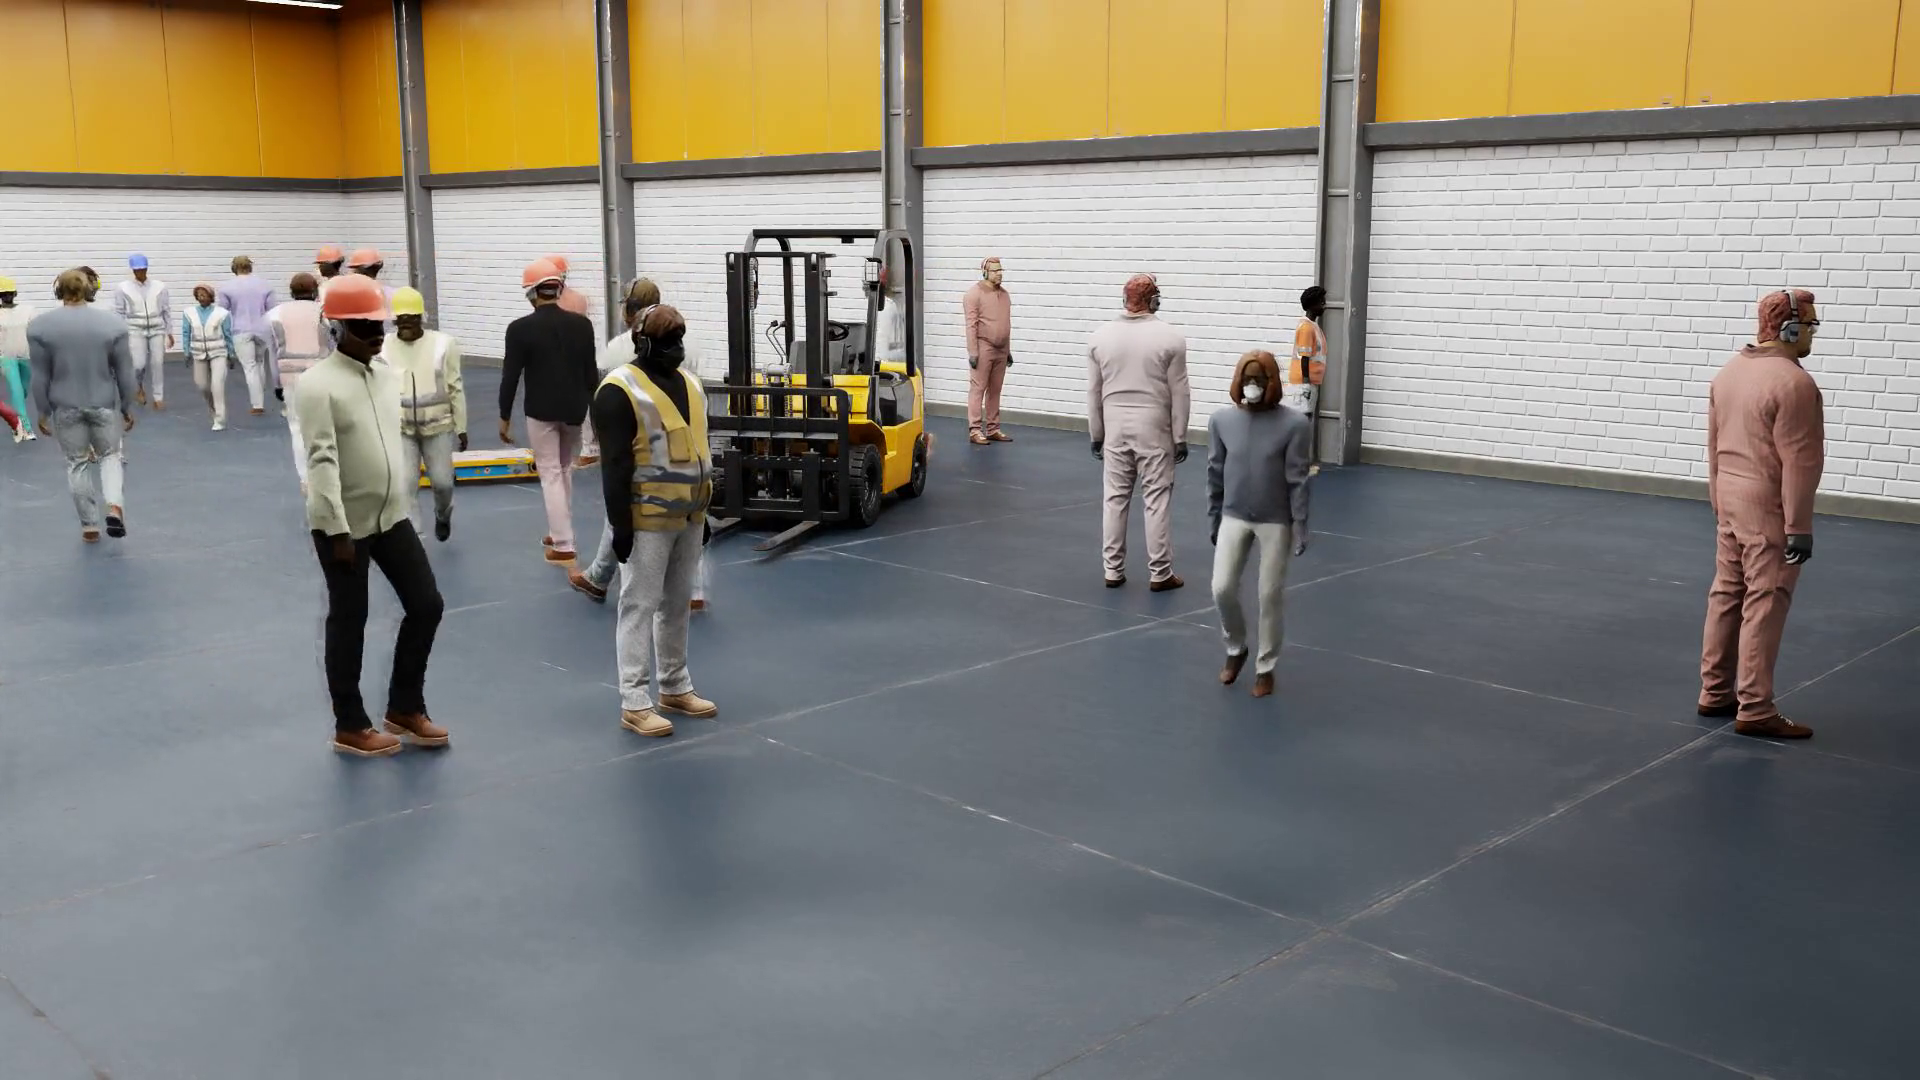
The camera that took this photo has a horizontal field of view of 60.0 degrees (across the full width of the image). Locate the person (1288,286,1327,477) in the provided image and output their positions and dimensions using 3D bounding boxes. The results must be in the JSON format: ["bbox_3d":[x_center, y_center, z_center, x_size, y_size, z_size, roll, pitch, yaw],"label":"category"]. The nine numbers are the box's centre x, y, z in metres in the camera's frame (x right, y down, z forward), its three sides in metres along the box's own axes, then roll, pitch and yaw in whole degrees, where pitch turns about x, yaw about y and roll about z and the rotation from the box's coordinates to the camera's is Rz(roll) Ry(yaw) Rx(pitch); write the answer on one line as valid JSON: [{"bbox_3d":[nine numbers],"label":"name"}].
[{"bbox_3d":[3.092,-1.407,14.781,0.321,1.689,0.530,4,11,22],"label":"person"}]

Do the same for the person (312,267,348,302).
[{"bbox_3d":[-10.837,-4.079,28.687,0.588,1.930,0.364,-5,12,-26],"label":"person"}]

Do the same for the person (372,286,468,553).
[{"bbox_3d":[-3.544,-0.756,10.907,0.613,1.808,0.630,-2,11,-13],"label":"person"}]

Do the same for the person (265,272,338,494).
[{"bbox_3d":[-5.396,-1.298,13.803,0.626,1.825,0.488,-2,11,-9],"label":"person"}]

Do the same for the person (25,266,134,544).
[{"bbox_3d":[-6.012,-0.907,11.424,0.629,1.925,0.479,-6,12,-31],"label":"person"}]

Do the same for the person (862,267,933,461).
[{"bbox_3d":[-0.621,-1.515,14.881,0.686,1.867,0.601,-2,11,-12],"label":"person"}]

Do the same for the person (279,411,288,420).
[{"bbox_3d":[-7.302,-2.085,18.542,0.855,1.645,0.547,2,11,11],"label":"person"}]

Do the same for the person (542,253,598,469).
[{"bbox_3d":[-3.648,-1.586,14.994,0.627,1.957,0.890,6,12,29],"label":"person"}]

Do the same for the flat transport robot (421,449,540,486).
[{"bbox_3d":[-4.184,-0.645,14.489,1.431,0.197,0.652,-4,11,-22],"label":"flat transport robot"}]

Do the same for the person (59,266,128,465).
[{"bbox_3d":[-8.002,-1.589,15.370,0.514,1.832,0.829,-8,13,-38],"label":"person"}]

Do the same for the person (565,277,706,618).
[{"bbox_3d":[-1.821,-0.526,9.401,1.011,1.890,0.657,7,13,35],"label":"person"}]

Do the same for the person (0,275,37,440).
[{"bbox_3d":[-10.013,-1.939,17.583,0.897,1.722,0.527,9,14,41],"label":"person"}]

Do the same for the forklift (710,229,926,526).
[{"bbox_3d":[-1.050,-1.319,12.920,1.214,2.155,2.313,2,11,13],"label":"forklift"}]

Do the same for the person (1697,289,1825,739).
[{"bbox_3d":[3.474,-0.116,7.144,0.404,1.906,0.652,-1,10,-5],"label":"person"}]

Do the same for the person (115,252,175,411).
[{"bbox_3d":[-9.889,-2.520,20.209,0.612,1.931,0.438,-7,13,-35],"label":"person"}]

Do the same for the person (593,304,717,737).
[{"bbox_3d":[-1.284,-0.093,7.193,0.429,1.841,0.634,6,12,28],"label":"person"}]

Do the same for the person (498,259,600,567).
[{"bbox_3d":[-2.720,-0.832,10.858,0.642,1.965,0.818,-9,14,-40],"label":"person"}]

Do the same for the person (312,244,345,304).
[{"bbox_3d":[-6.614,-2.111,17.685,0.462,2.032,0.631,1,10,6],"label":"person"}]

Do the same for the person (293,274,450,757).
[{"bbox_3d":[-2.364,-0.071,6.710,0.601,1.973,0.622,5,11,24],"label":"person"}]

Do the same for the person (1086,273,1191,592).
[{"bbox_3d":[1.087,-0.644,10.019,0.638,1.911,0.402,5,12,27],"label":"person"}]

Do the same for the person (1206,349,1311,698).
[{"bbox_3d":[1.365,-0.068,7.674,0.507,1.620,0.366,4,11,23],"label":"person"}]

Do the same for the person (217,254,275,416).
[{"bbox_3d":[-8.507,-2.438,19.835,0.636,1.895,0.874,-10,14,-44],"label":"person"}]

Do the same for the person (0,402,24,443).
[{"bbox_3d":[-9.597,-1.709,16.281,0.570,1.731,0.643,2,11,12],"label":"person"}]

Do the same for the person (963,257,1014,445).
[{"bbox_3d":[0.321,-1.938,17.078,0.404,1.911,0.636,9,14,41],"label":"person"}]

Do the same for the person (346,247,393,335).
[{"bbox_3d":[-5.471,-1.708,15.499,0.451,2.023,0.629,1,10,7],"label":"person"}]

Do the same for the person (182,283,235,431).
[{"bbox_3d":[-8.280,-2.035,18.391,0.541,1.612,0.639,-1,10,-7],"label":"person"}]
